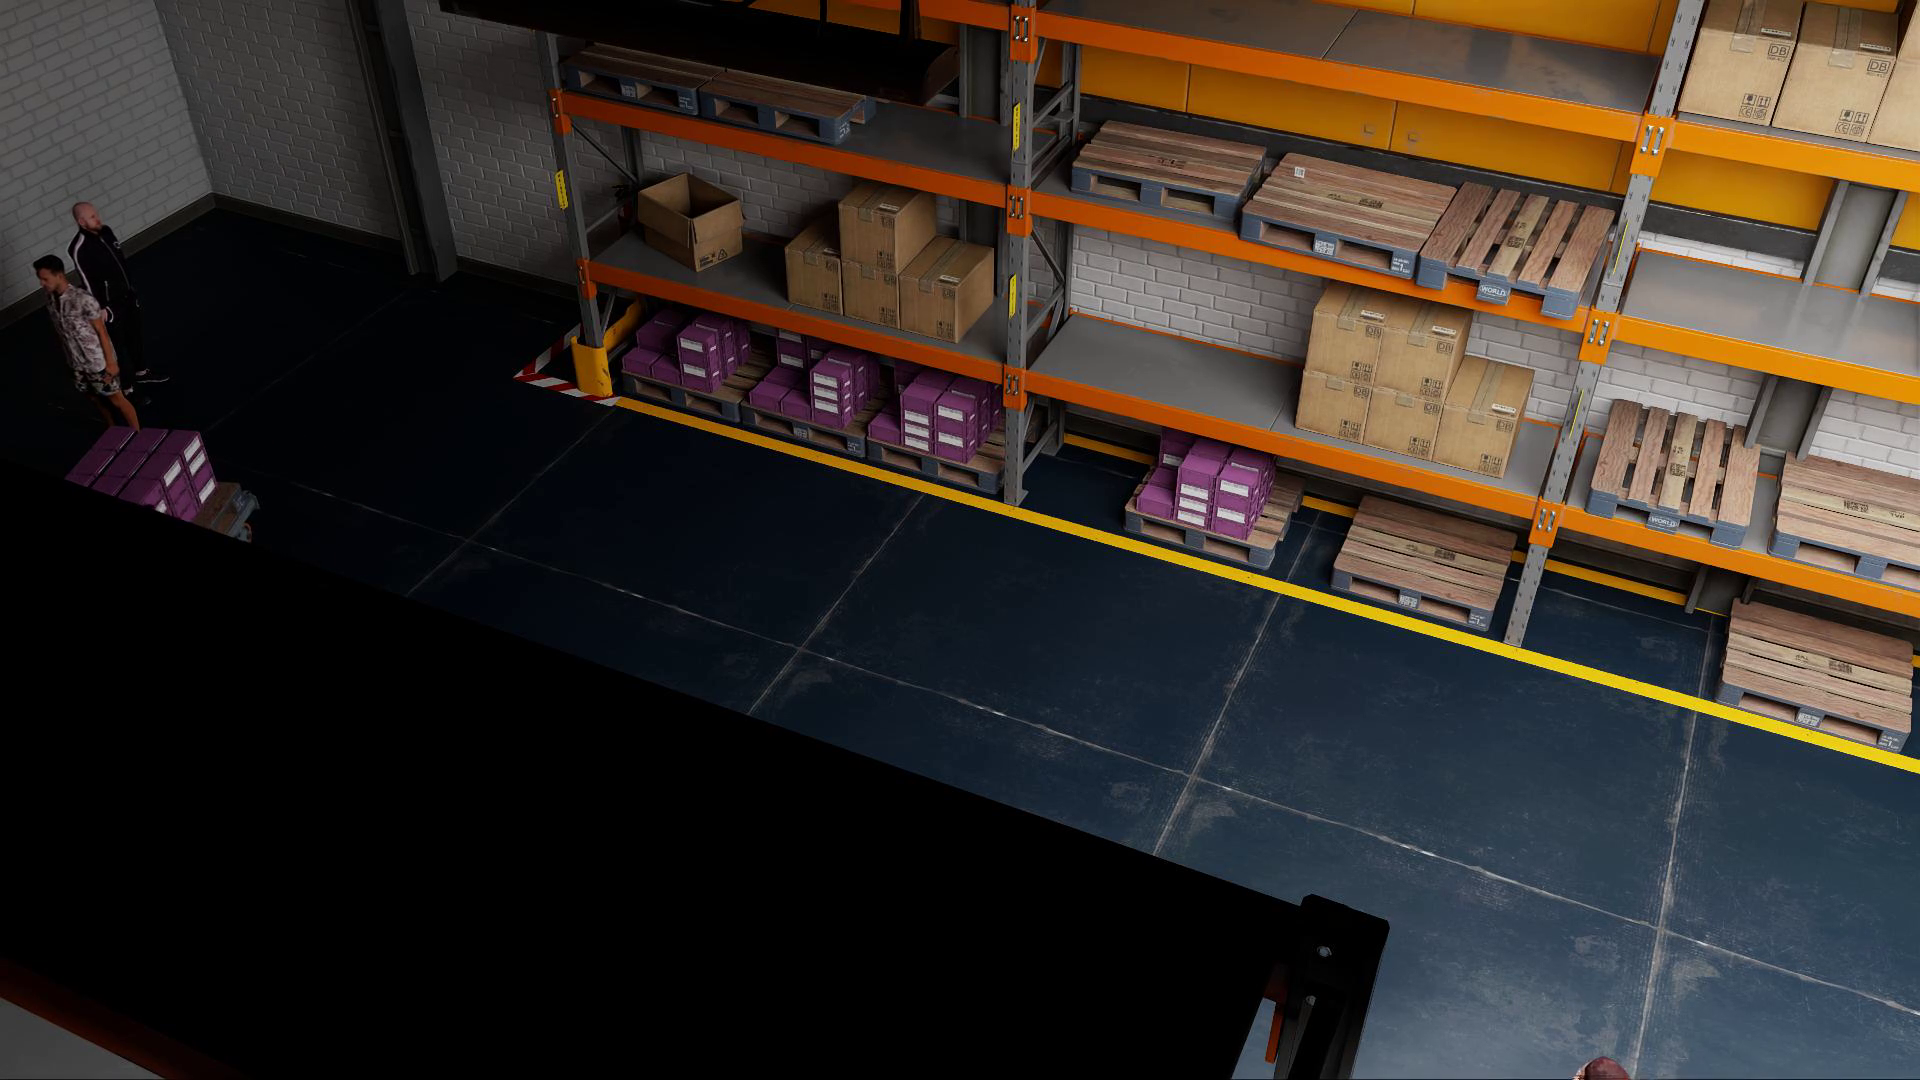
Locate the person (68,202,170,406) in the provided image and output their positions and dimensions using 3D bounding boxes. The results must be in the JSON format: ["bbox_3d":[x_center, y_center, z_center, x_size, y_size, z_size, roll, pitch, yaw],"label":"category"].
[{"bbox_3d":[-7.257,-2.057,14.231,0.707,1.834,0.755,3,39,4],"label":"person"}]

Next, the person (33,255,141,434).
[{"bbox_3d":[-7.100,-1.529,13.588,0.535,1.811,0.746,13,40,16],"label":"person"}]
